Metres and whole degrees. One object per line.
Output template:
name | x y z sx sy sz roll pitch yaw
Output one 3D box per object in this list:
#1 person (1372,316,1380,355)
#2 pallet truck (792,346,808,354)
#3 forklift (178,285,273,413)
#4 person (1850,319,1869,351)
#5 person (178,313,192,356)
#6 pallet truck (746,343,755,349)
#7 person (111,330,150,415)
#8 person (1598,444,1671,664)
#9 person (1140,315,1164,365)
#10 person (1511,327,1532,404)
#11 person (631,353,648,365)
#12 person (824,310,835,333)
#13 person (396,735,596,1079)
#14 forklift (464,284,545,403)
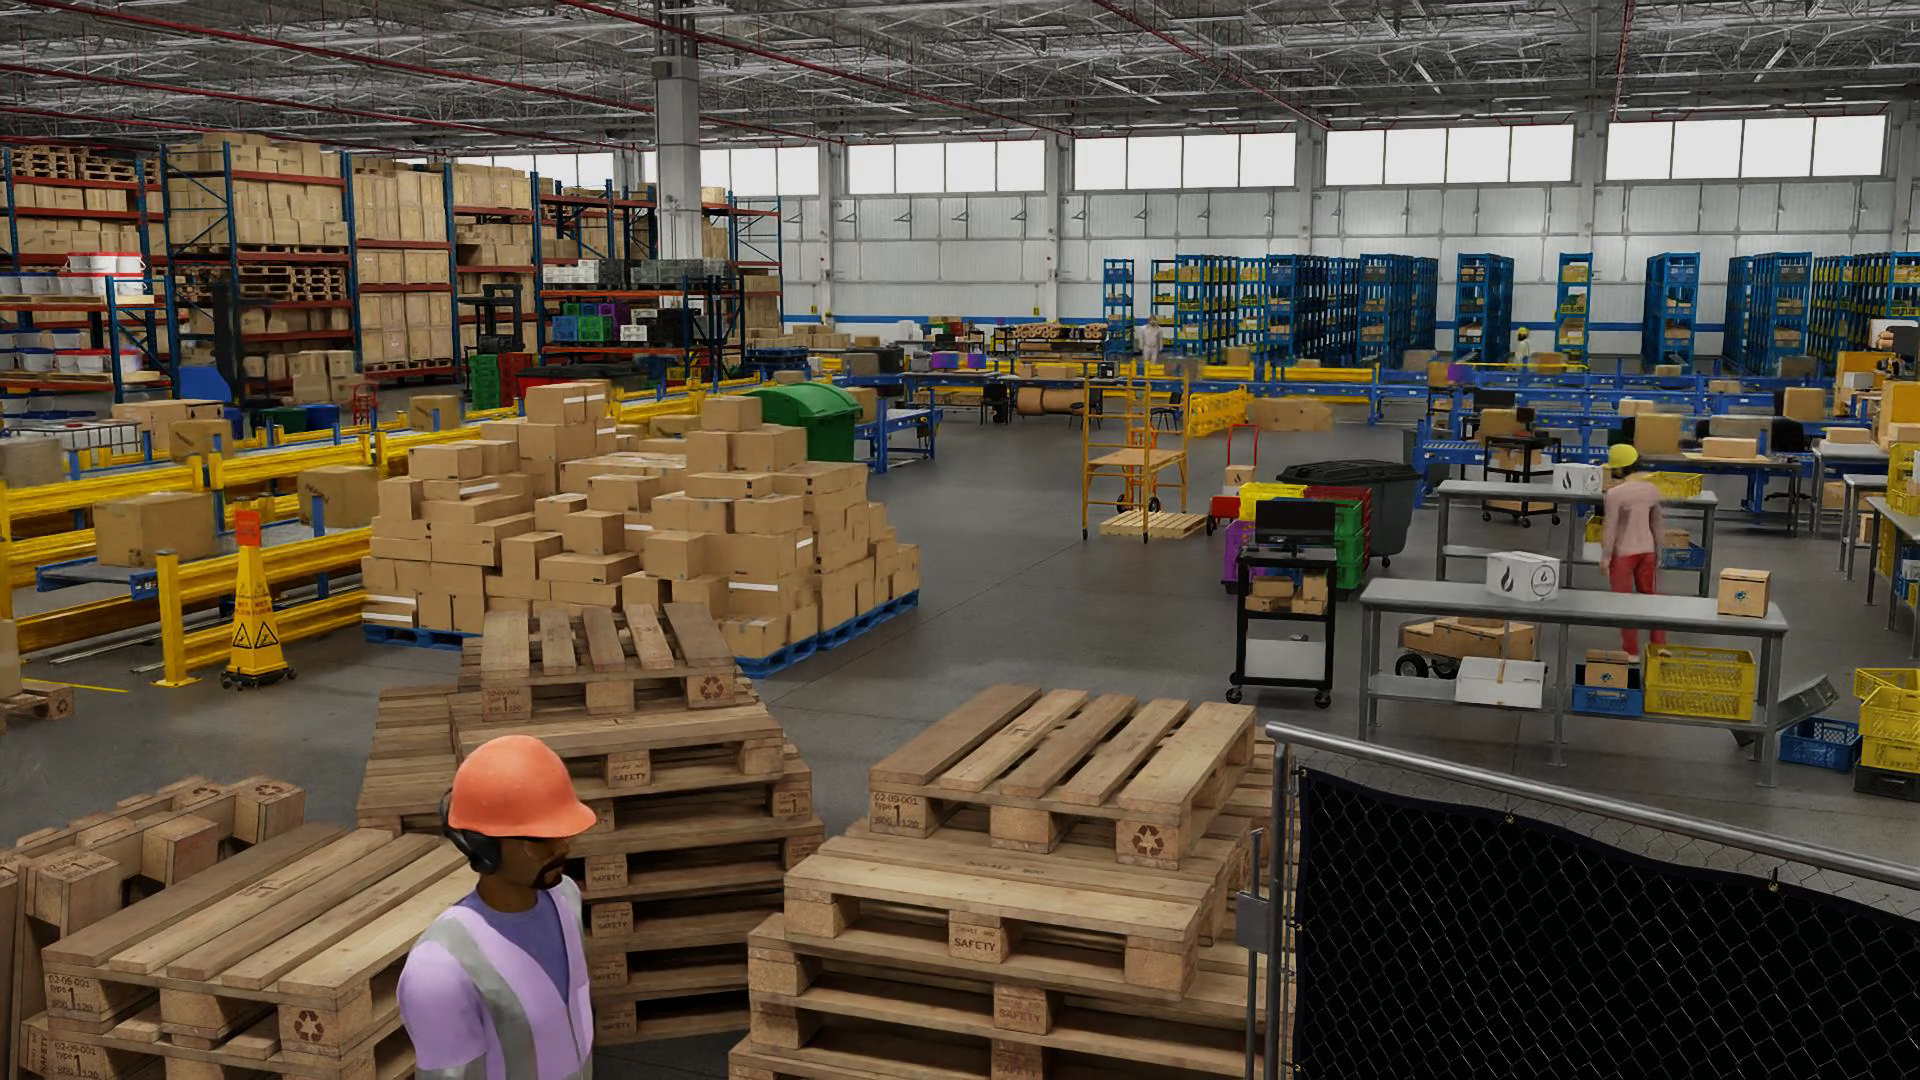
person | 13.150 -6.318 52.617 0.434 1.977 0.611 3 10 18
pallet truck | -3.705 -4.298 42.022 0.653 1.274 1.630 3 10 20
forklift | -15.932 -4.115 35.927 1.873 2.768 1.129 -4 10 -22
person | 25.250 -5.304 46.707 0.543 1.814 0.601 2 9 11
person | -23.588 -5.961 50.641 0.561 1.897 0.982 5 10 28
pallet truck | -6.183 -4.618 44.264 1.601 1.201 0.680 -9 12 -43
person | -17.516 -3.492 35.168 1.029 1.886 0.626 1 9 4
person | 5.253 0.121 12.927 0.606 1.735 0.472 -4 10 -22
person | 5.517 -5.503 47.768 0.673 1.877 0.732 0 9 1
person | 13.206 -4.120 39.293 0.561 1.814 0.621 4 10 23
person | -8.572 -4.835 44.419 0.521 1.600 0.529 7 11 37
person | -5.012 -7.977 63.899 0.491 1.694 0.917 -6 11 -35
person | -0.966 1.430 3.727 0.370 2.044 0.608 2 9 12
forklift | -10.832 -4.702 39.610 1.129 2.768 1.873 3 10 20
